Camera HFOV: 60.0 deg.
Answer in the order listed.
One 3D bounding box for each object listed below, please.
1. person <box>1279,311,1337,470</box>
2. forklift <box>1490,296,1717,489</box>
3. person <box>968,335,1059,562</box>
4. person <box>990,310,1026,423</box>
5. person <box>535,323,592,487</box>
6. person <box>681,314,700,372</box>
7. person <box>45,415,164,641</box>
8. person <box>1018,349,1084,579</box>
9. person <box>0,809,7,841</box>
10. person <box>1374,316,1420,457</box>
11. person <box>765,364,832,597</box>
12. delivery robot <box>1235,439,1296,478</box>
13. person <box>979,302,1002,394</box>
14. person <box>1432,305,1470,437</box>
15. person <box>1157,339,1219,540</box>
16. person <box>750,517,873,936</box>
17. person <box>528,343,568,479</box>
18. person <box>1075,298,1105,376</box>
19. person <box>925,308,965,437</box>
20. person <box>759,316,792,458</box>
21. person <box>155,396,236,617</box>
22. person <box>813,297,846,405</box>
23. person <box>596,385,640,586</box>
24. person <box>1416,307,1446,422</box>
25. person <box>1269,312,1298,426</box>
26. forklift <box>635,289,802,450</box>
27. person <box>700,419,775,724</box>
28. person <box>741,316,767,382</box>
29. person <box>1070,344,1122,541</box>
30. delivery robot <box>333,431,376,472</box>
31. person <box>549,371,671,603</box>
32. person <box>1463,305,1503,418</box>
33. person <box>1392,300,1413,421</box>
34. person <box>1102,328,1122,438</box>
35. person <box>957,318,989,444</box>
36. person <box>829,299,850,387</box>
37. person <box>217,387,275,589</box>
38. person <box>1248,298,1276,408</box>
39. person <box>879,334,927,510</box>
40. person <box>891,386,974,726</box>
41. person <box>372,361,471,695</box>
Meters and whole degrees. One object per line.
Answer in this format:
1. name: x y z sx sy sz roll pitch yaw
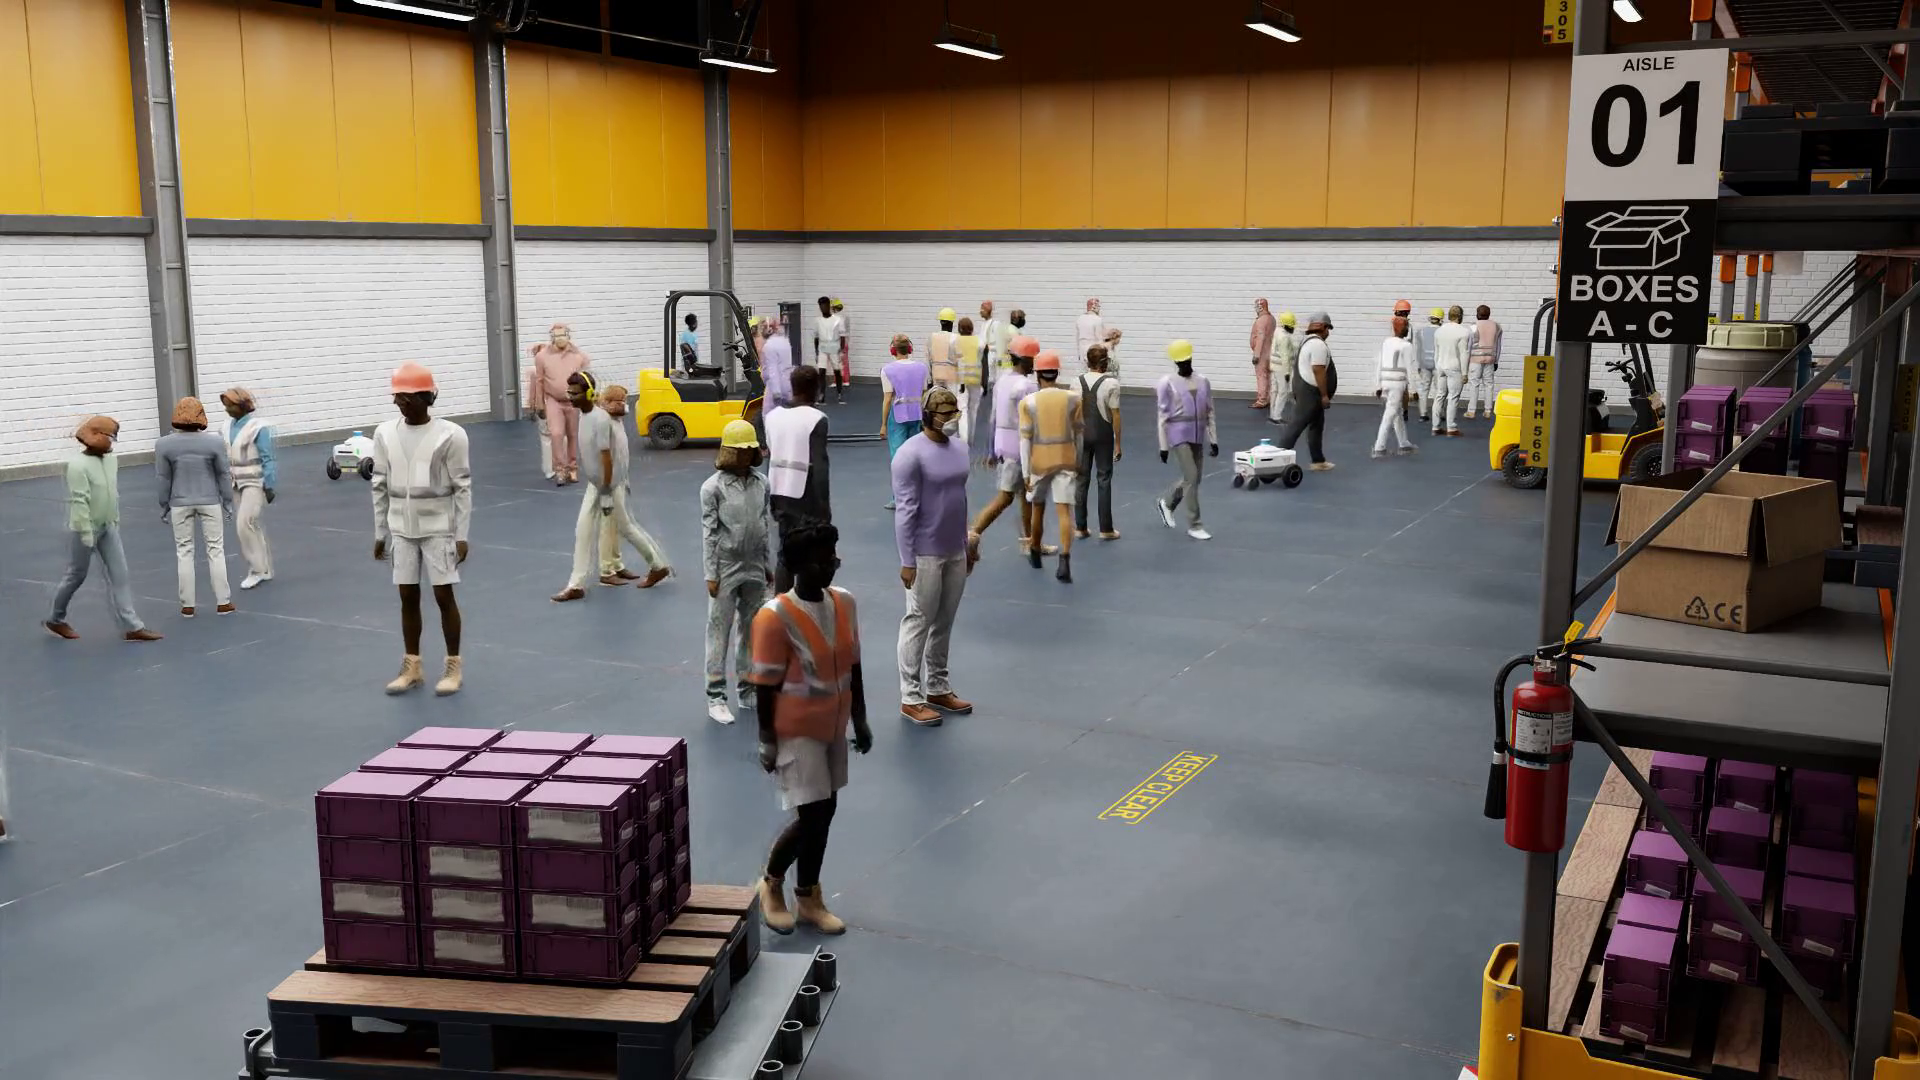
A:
1. person: 4.218 -1.837 20.366 0.867 2.000 0.707 0 10 1
2. forklift: 7.296 -1.677 18.993 2.313 2.155 1.214 5 11 27
3. person: 0.401 -0.782 14.451 0.997 1.997 0.614 -4 10 -20
4. person: 0.909 -2.726 26.245 0.971 1.786 0.649 0 10 0
5. person: -4.571 -1.560 19.255 0.646 1.869 0.807 -3 10 -16
6. person: -4.551 -2.988 28.119 0.318 1.665 0.617 -1 10 -3
7. person: -5.997 -0.078 11.498 0.837 1.588 0.520 2 10 9
8. person: 0.758 -0.639 13.876 0.554 1.899 0.953 0 10 -1
9. person: -4.802 0.486 7.521 0.935 1.822 0.564 1 10 7
10. person: 5.840 -2.007 21.907 0.894 1.844 0.597 -4 11 -22
11. person: -1.166 -0.296 11.864 0.608 1.898 0.447 8 13 39
12. delivery robot: 3.498 -0.916 19.058 0.707 0.478 0.477 -6 11 -30
13. person: 0.444 -3.205 28.894 1.008 1.825 0.611 -4 10 -21
14. person: 7.193 -2.470 24.375 0.377 1.931 0.628 -6 11 -30
15. person: 2.131 -0.974 15.854 0.607 1.879 0.821 -6 12 -32
16. person: -0.570 0.742 6.480 0.361 1.685 0.536 7 12 35
17. person: -4.869 -1.534 19.842 0.573 1.623 0.350 -9 13 -43
18. person: 2.279 -3.214 28.736 0.399 1.905 0.643 -7 12 -36
19. person: -0.191 -2.237 23.008 0.594 1.926 0.367 5 11 28
20. person: -2.282 -1.999 21.846 0.732 1.869 0.691 3 10 18
21. person: -5.655 -0.243 12.314 0.506 1.632 0.268 -3 10 -18
22. person: -2.296 -3.344 29.487 0.627 1.925 0.689 3 10 14
23. person: -2.799 -0.442 13.489 0.284 1.627 0.505 0 10 2
24. person: 7.543 -2.780 26.440 0.594 1.830 0.403 7 12 36
25. person: 5.057 -2.682 26.030 0.407 1.787 0.739 1 10 4
26. forklift: -3.358 -2.392 23.136 2.313 2.155 1.214 -1 10 -5
27. person: -1.263 0.173 9.590 0.323 1.743 0.489 9 13 43
28. person: -3.088 -2.561 25.490 0.548 1.717 0.890 6 11 31
29. person: 1.268 -0.910 15.572 0.513 1.842 0.325 5 11 27
30. delivery robot: -7.201 -1.062 19.906 0.477 0.478 0.707 1 10 5
31. person: -2.724 -0.436 13.012 1.027 1.795 0.532 -8 13 -40
32. person: 8.505 -2.911 27.151 0.628 1.846 0.429 -1 10 -8
33. person: 7.066 -2.873 26.664 0.357 1.937 0.550 2 10 9
34. person: 2.077 -2.225 23.869 0.328 1.609 0.627 8 13 39
35. person: 0.076 -2.199 23.213 0.640 1.794 0.998 -1 10 -8
36. person: -2.441 -3.940 33.336 0.526 1.768 0.331 -7 12 -37
37. person: -5.782 -0.414 13.363 0.507 1.618 0.549 6 11 30
38. person: 5.221 -3.231 28.837 0.407 1.904 0.639 5 11 29
39. person: -0.578 -1.224 17.390 0.572 1.840 0.373 -8 12 -37
40. person: -0.142 0.080 9.563 0.354 1.937 0.635 7 12 35
41. person: -3.280 -0.065 10.100 0.612 2.041 0.388 2 10 9
